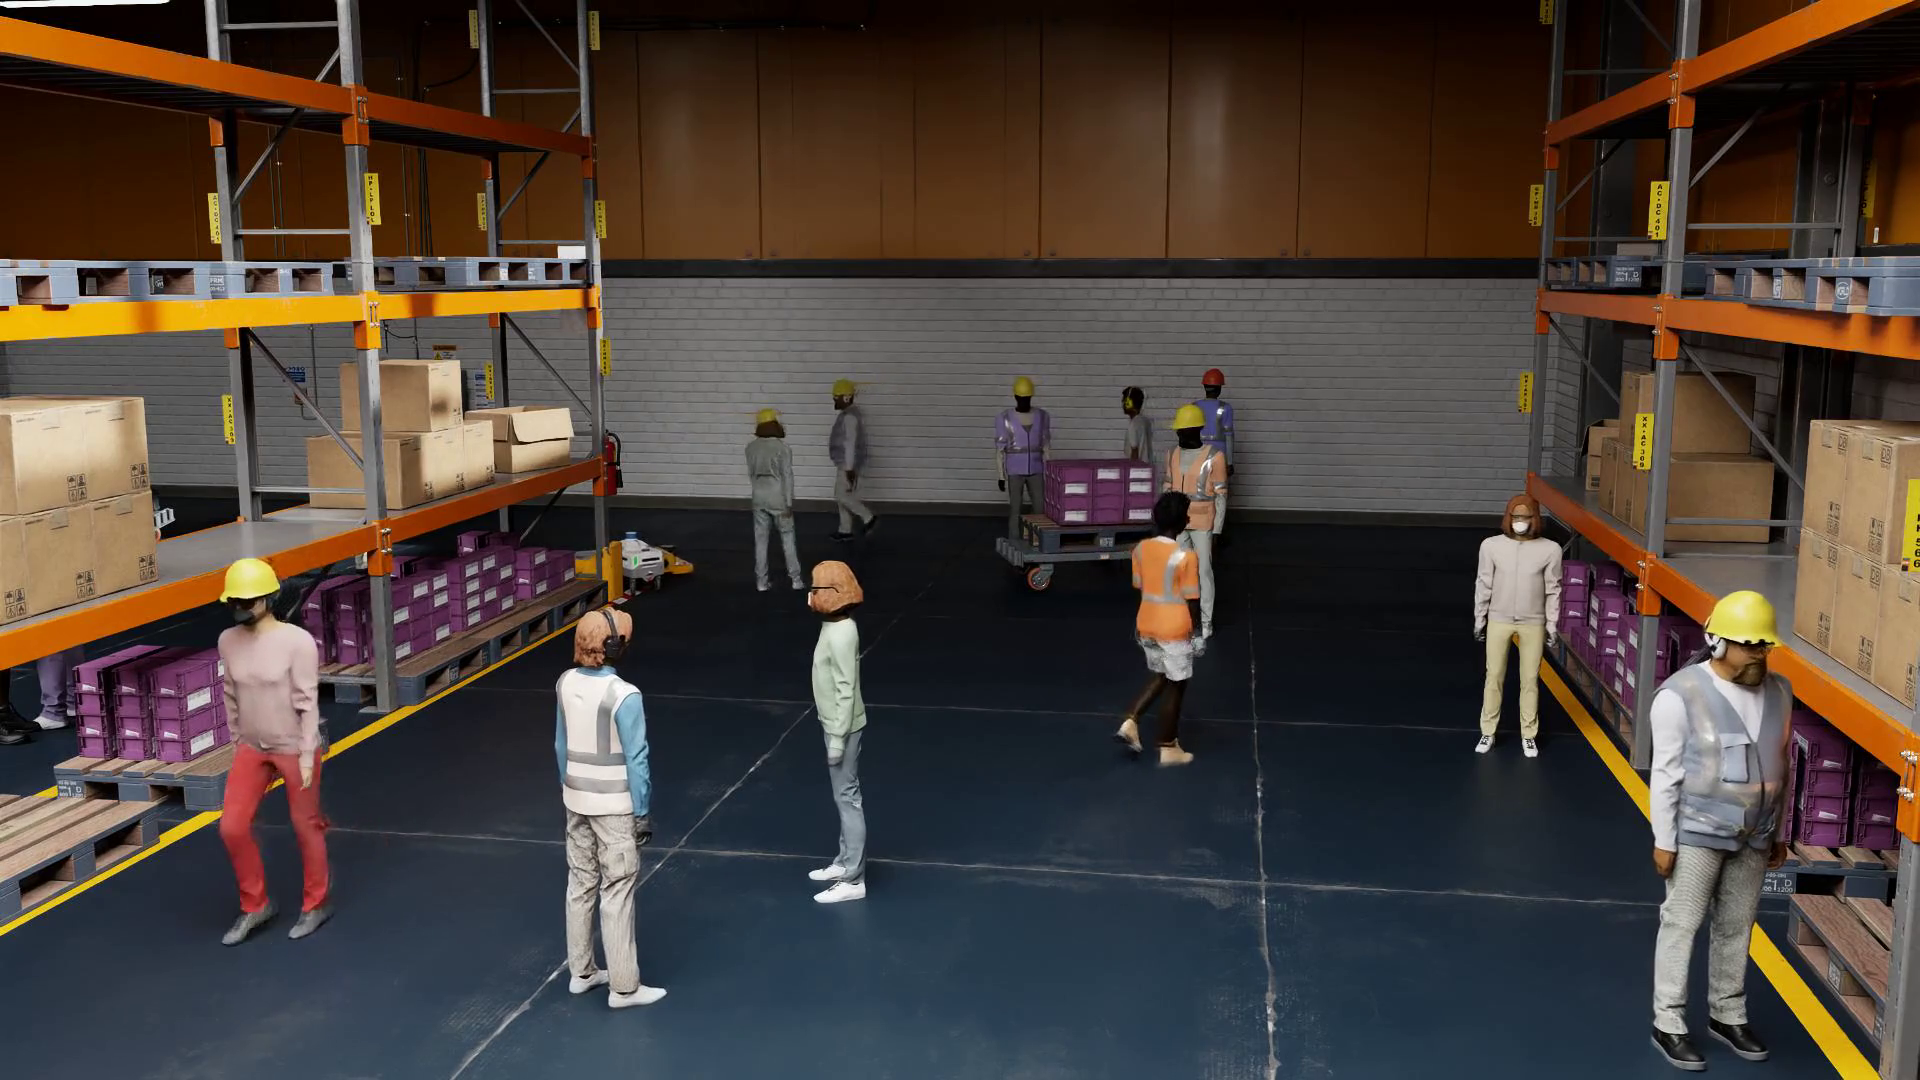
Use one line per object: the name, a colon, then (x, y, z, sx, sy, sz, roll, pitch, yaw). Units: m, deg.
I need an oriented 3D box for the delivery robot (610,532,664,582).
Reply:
delivery robot: (-3.059, 0.166, 15.507, 0.477, 0.478, 0.707, -8, 12, -40)

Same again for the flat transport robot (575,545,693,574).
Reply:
flat transport robot: (-3.399, 0.233, 16.253, 1.431, 0.197, 0.652, -5, 11, -29)

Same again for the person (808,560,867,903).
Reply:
person: (-0.587, 0.903, 7.926, 0.281, 1.634, 0.498, -1, 9, -6)

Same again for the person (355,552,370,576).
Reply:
person: (-5.717, -0.527, 16.141, 0.599, 1.830, 0.404, 7, 12, 37)

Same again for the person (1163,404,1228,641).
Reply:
person: (1.874, -0.141, 13.479, 0.594, 1.921, 0.376, 9, 13, 44)

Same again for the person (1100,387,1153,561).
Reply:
person: (1.746, -0.646, 16.936, 1.014, 1.810, 0.495, 6, 11, 31)

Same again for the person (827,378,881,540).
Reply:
person: (-1.204, -0.877, 18.371, 0.497, 1.818, 0.593, -1, 9, -4)

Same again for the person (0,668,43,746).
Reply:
person: (-6.092, 0.325, 10.554, 0.361, 1.940, 0.543, -2, 9, -9)

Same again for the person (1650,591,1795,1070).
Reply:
person: (2.871, 1.081, 6.262, 0.583, 1.823, 0.403, -2, 9, -13)

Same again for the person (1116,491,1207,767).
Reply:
person: (1.234, 0.545, 9.980, 0.396, 1.684, 0.538, -6, 11, -31)

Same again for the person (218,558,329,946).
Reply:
person: (-3.047, 0.944, 7.341, 0.541, 1.749, 0.566, 2, 9, 13)

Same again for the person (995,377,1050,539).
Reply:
person: (0.657, -0.708, 16.972, 0.619, 1.919, 0.400, -3, 10, -18)

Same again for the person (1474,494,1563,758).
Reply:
person: (3.432, 0.525, 10.263, 0.507, 1.632, 0.276, 3, 10, 19)

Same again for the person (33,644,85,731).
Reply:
person: (-5.995, 0.292, 10.865, 0.409, 1.909, 0.640, 0, 9, -2)

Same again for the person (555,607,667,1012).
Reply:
person: (-1.445, 1.087, 6.775, 0.517, 1.639, 0.313, 8, 12, 39)

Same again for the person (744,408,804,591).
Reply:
person: (-1.750, -0.378, 15.598, 0.529, 1.715, 0.430, 3, 10, 21)

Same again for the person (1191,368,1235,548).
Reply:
person: (2.725, -0.886, 18.028, 0.542, 1.939, 0.362, 6, 11, 32)
